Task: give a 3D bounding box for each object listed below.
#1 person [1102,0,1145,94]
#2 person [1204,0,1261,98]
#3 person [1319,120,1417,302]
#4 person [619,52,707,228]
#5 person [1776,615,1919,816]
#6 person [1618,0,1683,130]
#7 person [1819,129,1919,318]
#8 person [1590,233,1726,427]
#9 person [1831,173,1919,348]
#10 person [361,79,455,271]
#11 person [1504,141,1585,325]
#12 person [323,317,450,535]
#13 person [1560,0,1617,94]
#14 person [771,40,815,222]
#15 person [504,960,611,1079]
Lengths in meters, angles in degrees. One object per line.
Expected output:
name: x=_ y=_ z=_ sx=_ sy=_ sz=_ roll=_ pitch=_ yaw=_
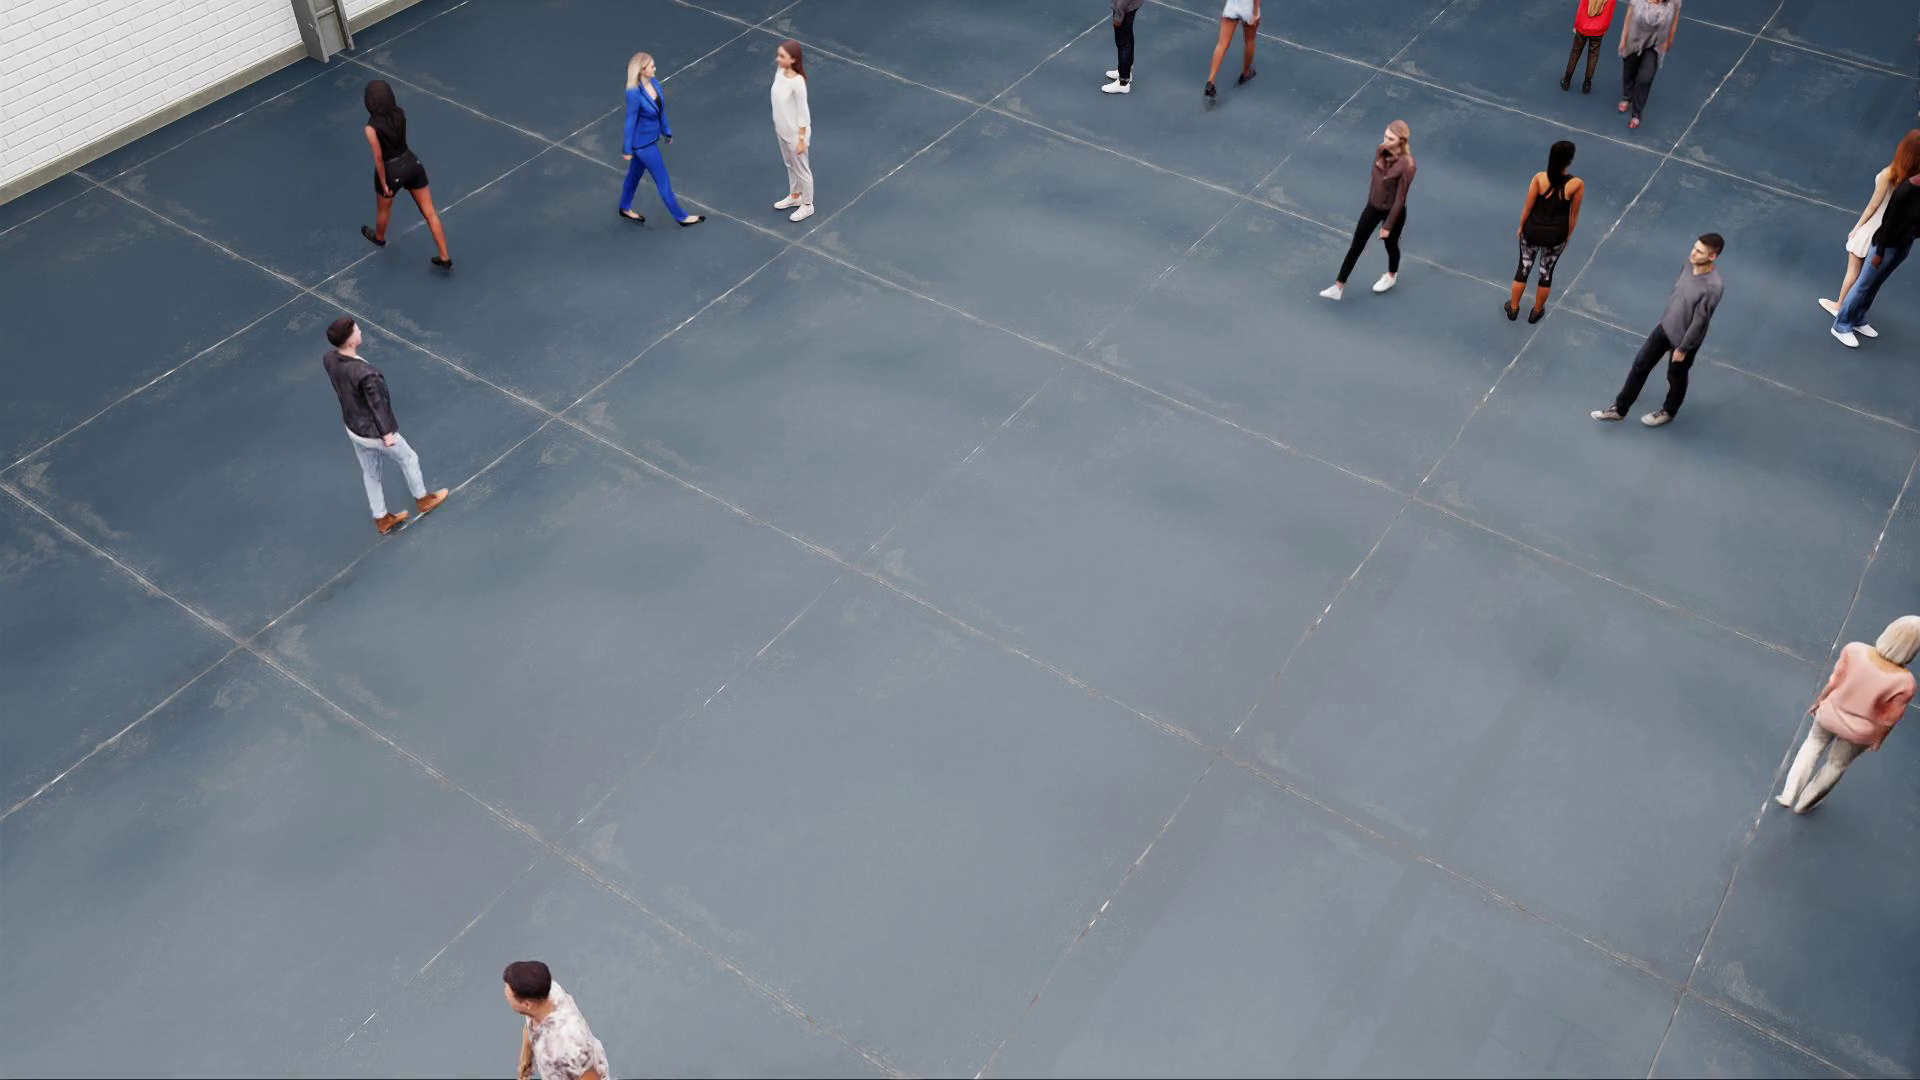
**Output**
person: x=1.656 y=-5.313 z=16.416 sx=0.851 sy=1.821 sz=0.673 roll=10 pitch=45 yaw=10
person: x=2.705 y=-5.162 z=16.337 sx=0.578 sy=1.712 sz=1.091 roll=25 pitch=49 yaw=24
person: x=3.605 y=-2.734 z=13.827 sx=1.151 sy=1.657 sz=0.864 roll=-26 pitch=49 yaw=-25
person: x=-2.866 y=-3.486 z=14.615 sx=0.985 sy=1.660 sz=1.106 roll=9 pitch=44 yaw=9
person: x=5.187 y=1.096 z=9.770 sx=0.745 sy=1.709 sz=0.678 roll=-32 pitch=52 yaw=-29
person: x=6.665 y=-4.879 z=16.141 sx=0.677 sy=1.573 sz=0.875 roll=21 pitch=47 yaw=20
person: x=7.545 y=-2.585 z=13.632 sx=0.648 sy=1.712 sz=0.710 roll=-7 pitch=44 yaw=-8
person: x=5.500 y=-1.562 z=12.536 sx=1.039 sy=1.741 sz=0.952 roll=-11 pitch=45 yaw=-11
person: x=7.493 y=-2.383 z=13.395 sx=0.614 sy=1.747 sz=0.733 roll=-21 pitch=48 yaw=-21
person: x=-4.668 y=-3.042 z=14.136 sx=0.685 sy=1.678 sz=1.152 roll=23 pitch=48 yaw=22
person: x=4.785 y=-2.524 z=13.603 sx=0.629 sy=1.663 sz=0.592 roll=13 pitch=45 yaw=14
person: x=-4.174 y=-0.736 z=11.612 sx=0.705 sy=1.821 sz=0.821 roll=22 pitch=48 yaw=22
person: x=6.292 y=-5.094 z=16.578 sx=0.539 sy=1.280 sz=0.553 roll=12 pitch=45 yaw=13
person: x=-1.484 y=-3.649 z=14.768 sx=0.643 sy=1.685 sz=0.664 roll=-26 pitch=49 yaw=-24
person: x=-1.807 y=2.578 z=8.160 sx=1.095 sy=1.782 sz=0.929 roll=-22 pitch=48 yaw=-21
